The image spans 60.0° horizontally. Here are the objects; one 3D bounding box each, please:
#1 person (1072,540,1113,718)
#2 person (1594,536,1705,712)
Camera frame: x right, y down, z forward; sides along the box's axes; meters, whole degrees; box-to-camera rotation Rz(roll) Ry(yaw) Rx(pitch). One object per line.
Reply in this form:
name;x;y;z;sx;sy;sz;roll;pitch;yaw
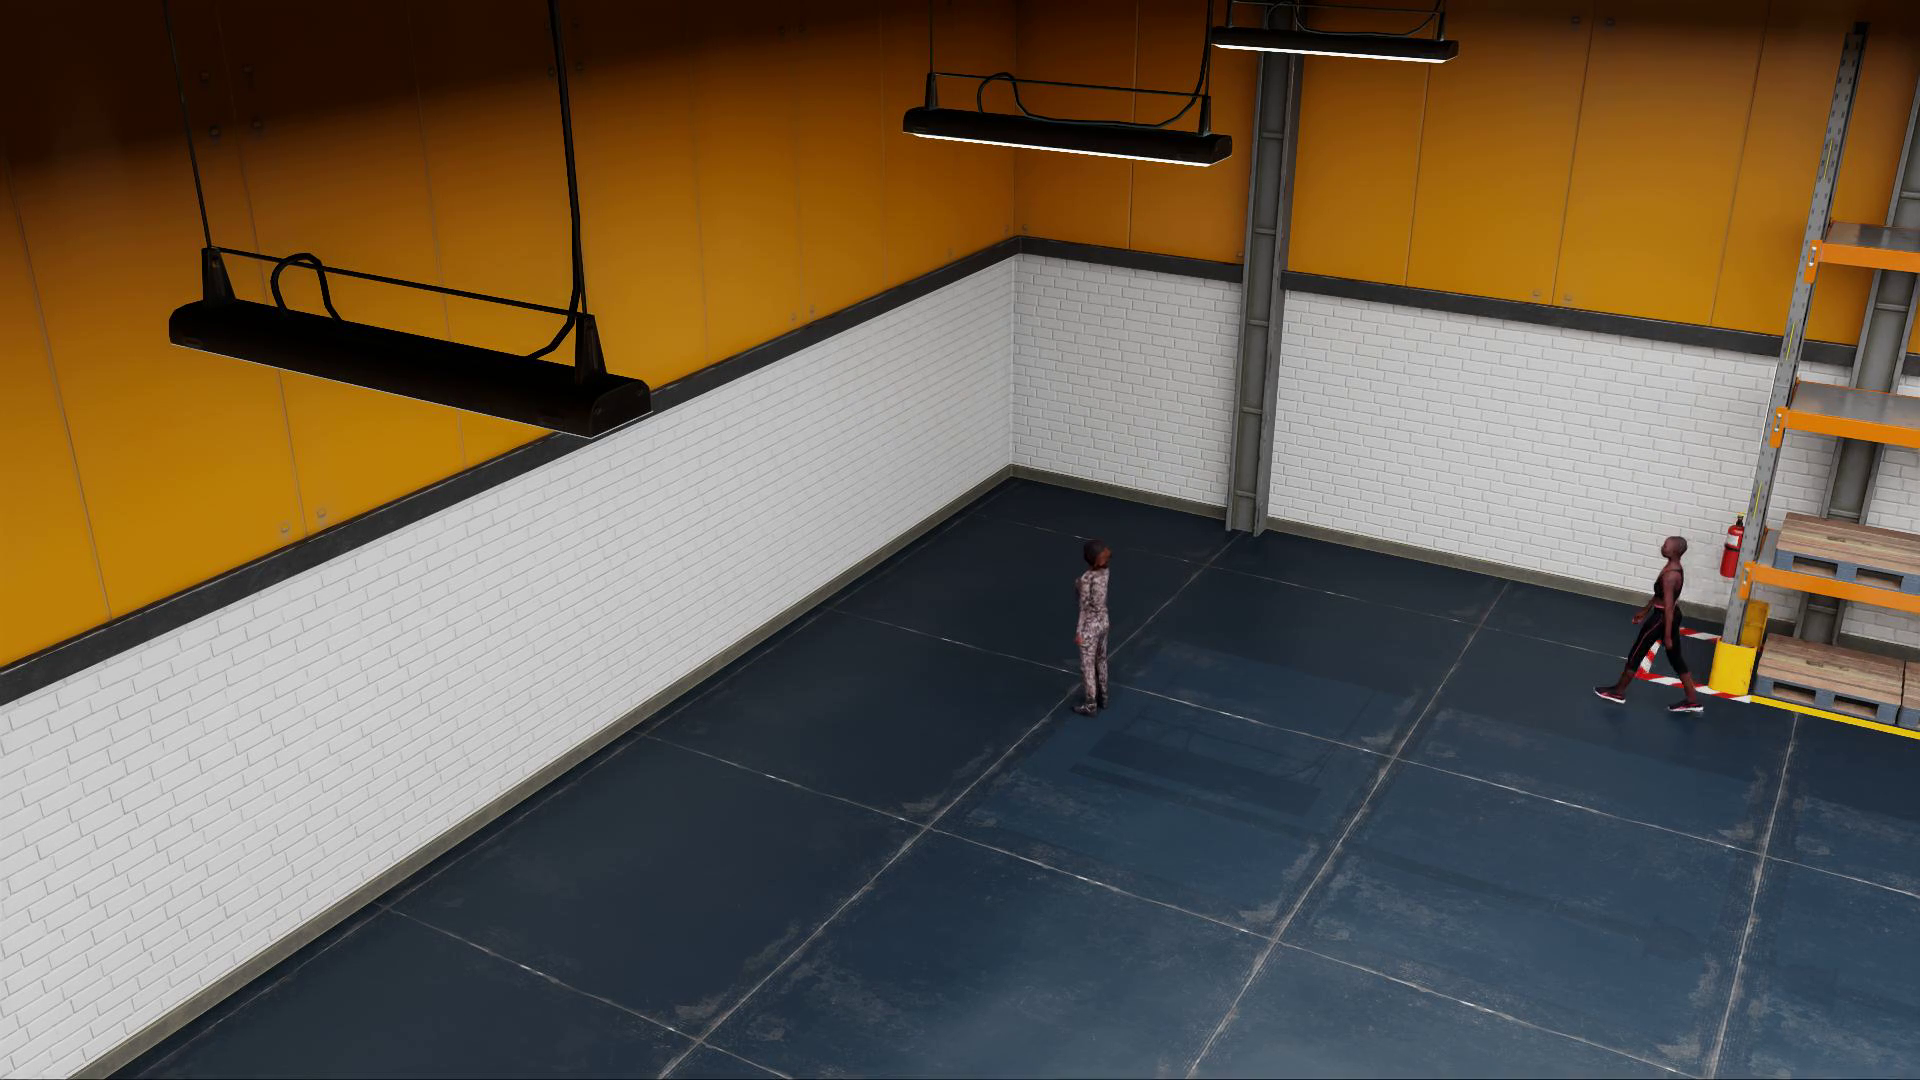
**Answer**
person;1.207;0.791;15.107;0.595;1.713;0.609;18;29;35
person;6.482;0.803;15.075;1.165;1.716;0.614;14;27;29
